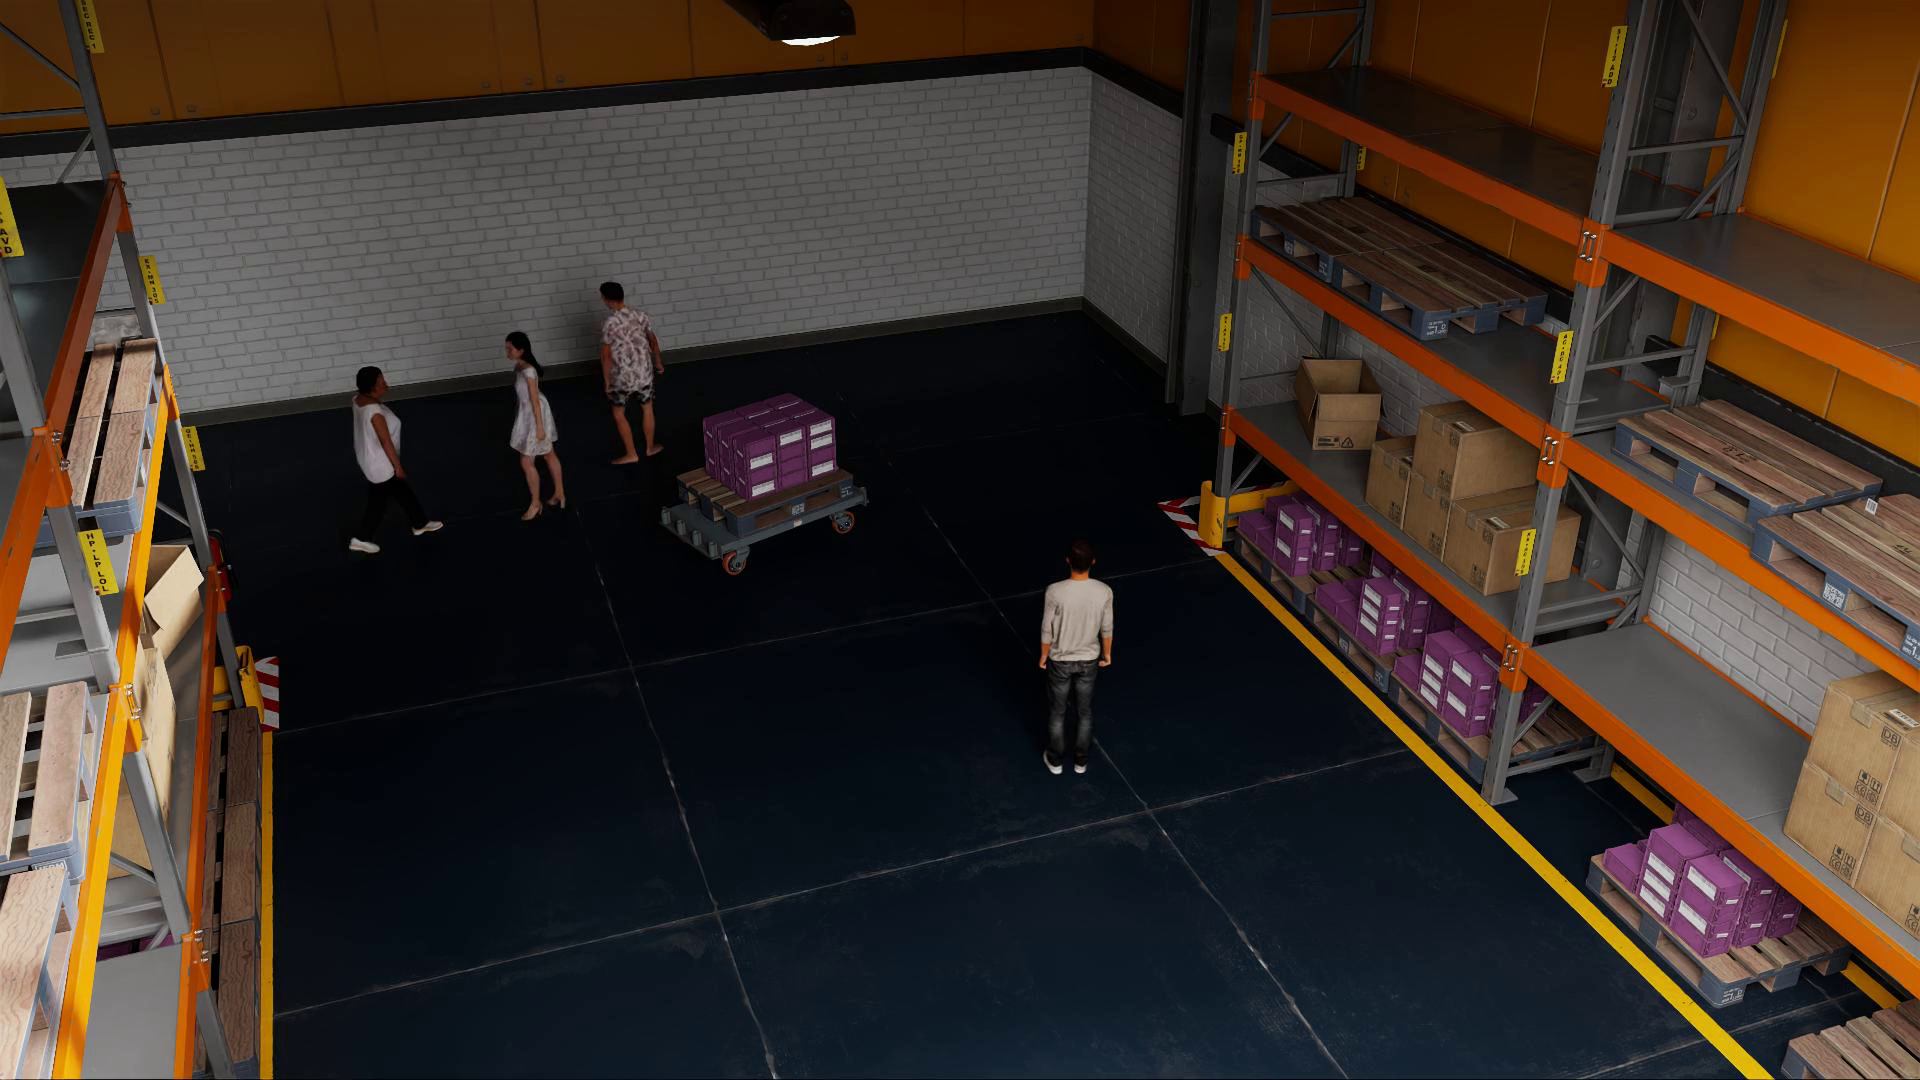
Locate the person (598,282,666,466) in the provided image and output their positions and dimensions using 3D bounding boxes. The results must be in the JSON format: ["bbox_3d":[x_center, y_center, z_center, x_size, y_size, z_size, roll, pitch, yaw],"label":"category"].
[{"bbox_3d":[-3.108,-1.587,15.788,0.827,1.794,0.616,-7,29,-13],"label":"person"}]

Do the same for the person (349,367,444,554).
[{"bbox_3d":[-5.014,-0.659,14.228,0.881,1.659,1.079,-16,33,-27],"label":"person"}]

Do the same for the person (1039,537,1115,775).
[{"bbox_3d":[0.787,0.814,11.375,0.705,1.805,0.631,-3,29,-5],"label":"person"}]

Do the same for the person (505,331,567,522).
[{"bbox_3d":[-3.768,-1.038,14.816,0.732,1.760,0.602,-7,29,-12],"label":"person"}]
